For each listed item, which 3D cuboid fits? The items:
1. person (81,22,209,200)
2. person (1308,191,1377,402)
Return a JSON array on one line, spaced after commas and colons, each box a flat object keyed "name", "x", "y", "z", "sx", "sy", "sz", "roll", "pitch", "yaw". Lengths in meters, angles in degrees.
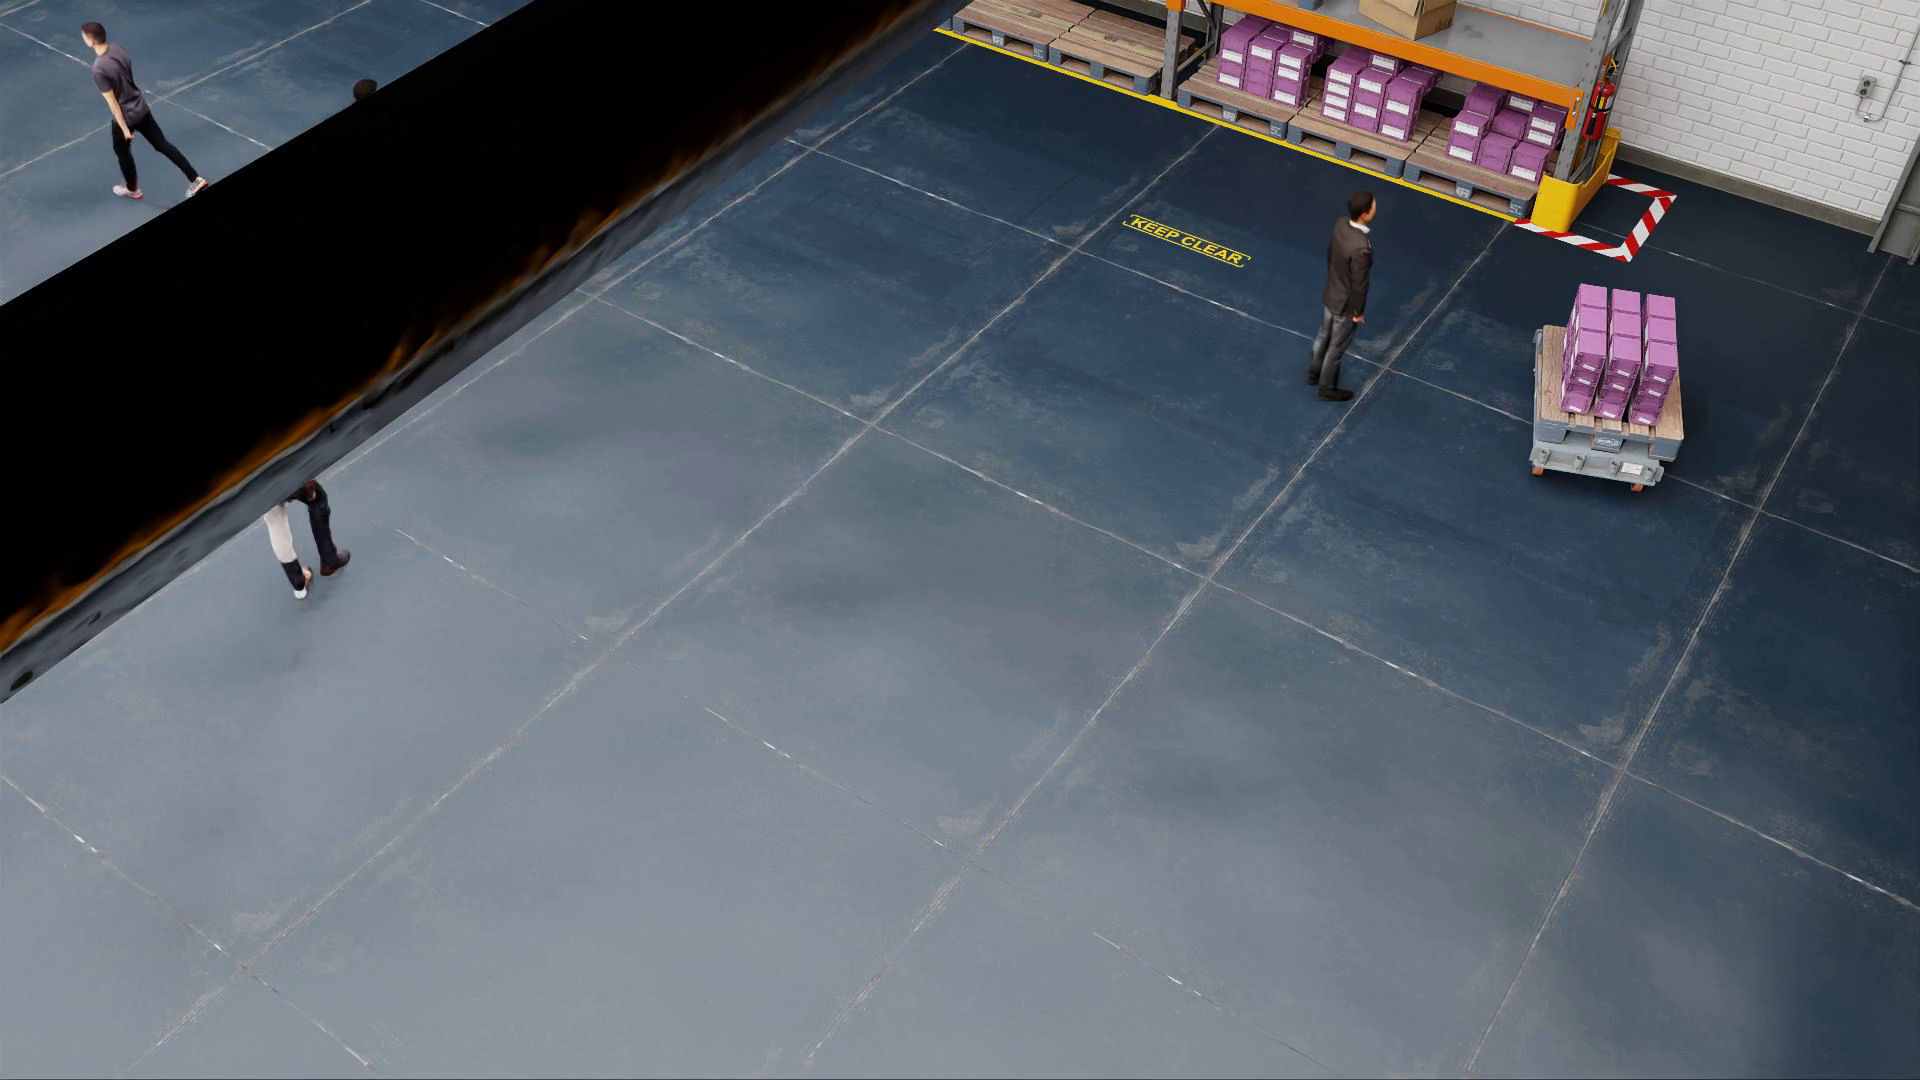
[{"name": "person", "x": -7.321, "y": -3.785, "z": 14.844, "sx": 1.244, "sy": 1.728, "sz": 0.939, "roll": 9, "pitch": 44, "yaw": 9}, {"name": "person", "x": 2.949, "y": -1.886, "z": 12.797, "sx": 0.801, "sy": 1.804, "sz": 0.722, "roll": -9, "pitch": 44, "yaw": -10}]
